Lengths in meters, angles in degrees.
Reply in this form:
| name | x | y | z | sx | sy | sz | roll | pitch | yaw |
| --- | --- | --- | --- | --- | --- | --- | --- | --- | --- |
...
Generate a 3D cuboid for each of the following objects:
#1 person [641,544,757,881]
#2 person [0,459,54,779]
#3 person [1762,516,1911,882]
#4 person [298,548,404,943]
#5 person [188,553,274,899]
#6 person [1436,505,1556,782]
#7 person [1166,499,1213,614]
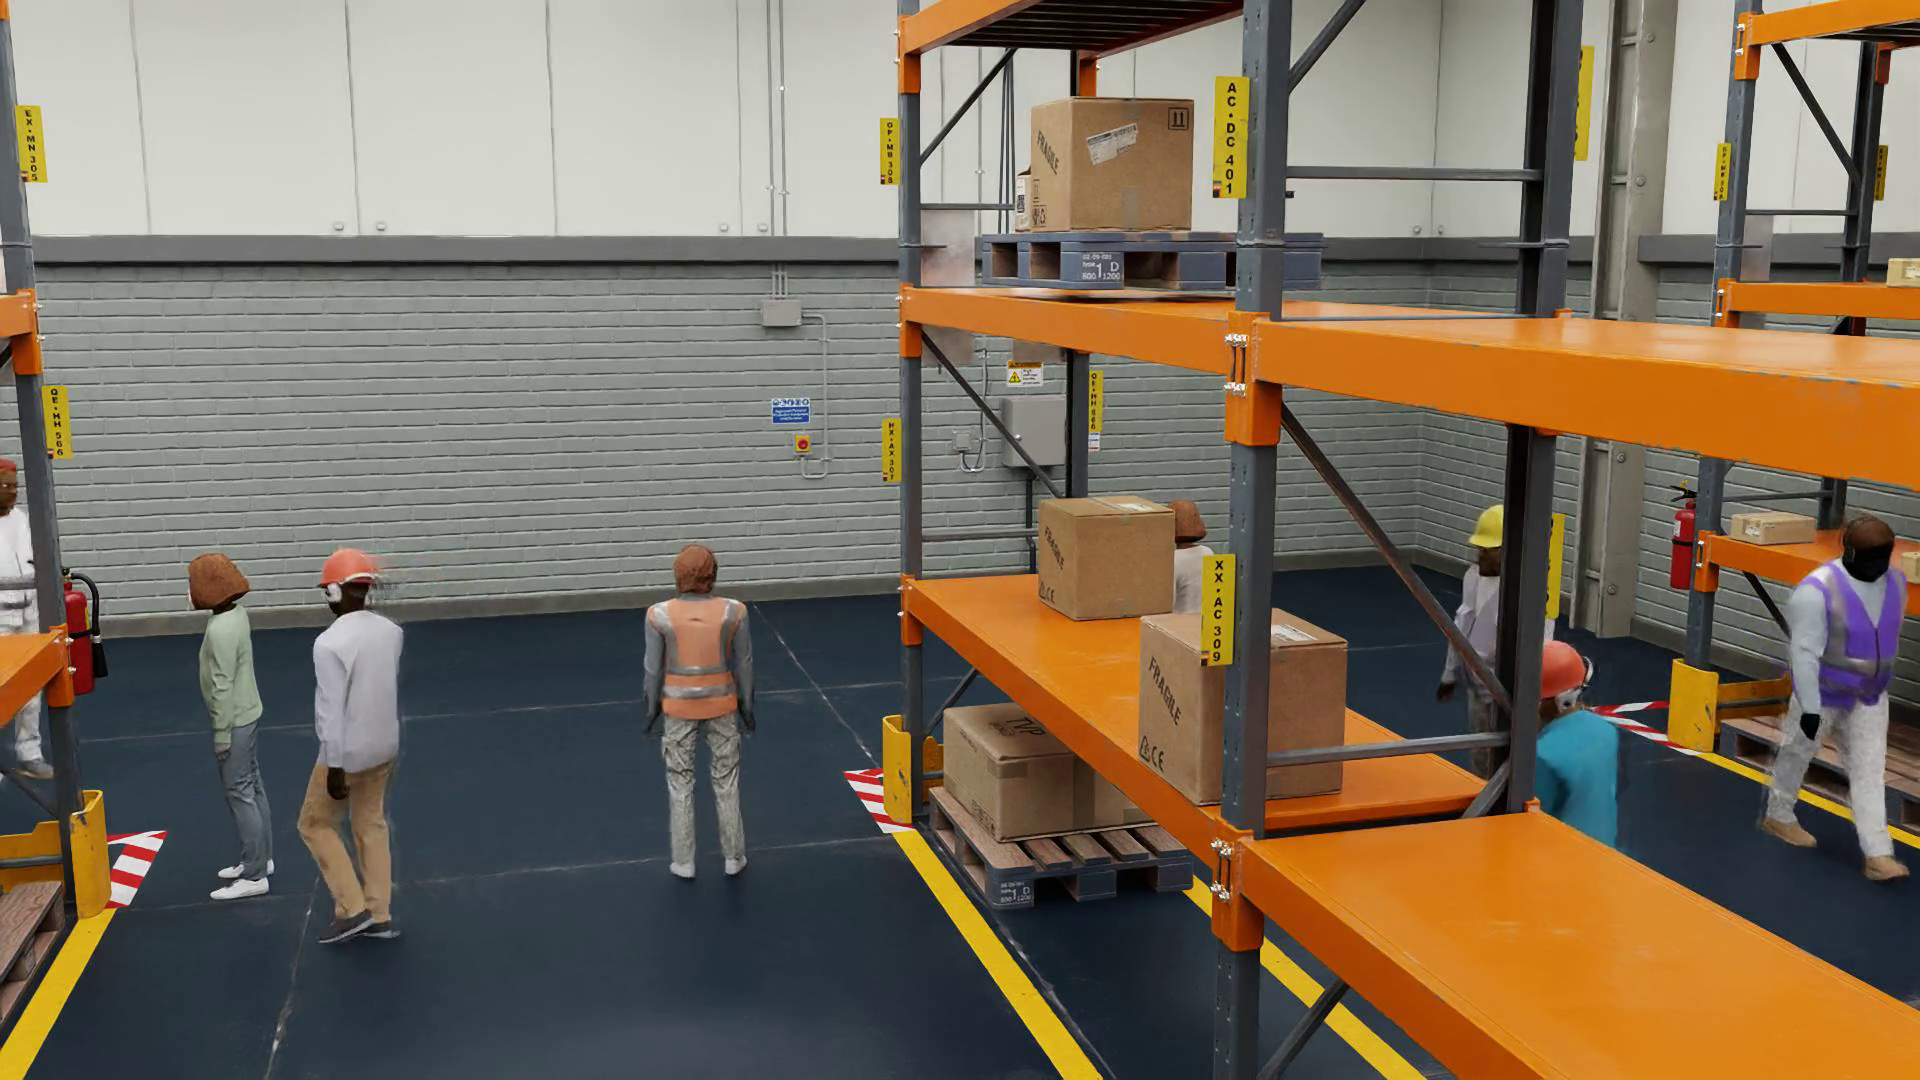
| name | x | y | z | sx | sy | sz | roll | pitch | yaw |
| --- | --- | --- | --- | --- | --- | --- | --- | --- | --- |
| person | -1.259 | 0.837 | 8.010 | 0.570 | 1.630 | 0.352 | -2 | 10 | -14 |
| person | -5.463 | 0.454 | 9.481 | 0.506 | 1.865 | 0.581 | 4 | 11 | 20 |
| person | 4.302 | 0.749 | 8.108 | 0.633 | 1.760 | 1.015 | -2 | 10 | -10 |
| person | -2.672 | 0.905 | 7.310 | 0.403 | 1.723 | 0.582 | 3 | 10 | 15 |
| person | -3.433 | 0.863 | 7.835 | 0.277 | 1.627 | 0.502 | -3 | 10 | -16 |
| person | 2.603 | 0.718 | 8.113 | 0.409 | 1.820 | 0.686 | -3 | 10 | -17 |
| person | 1.249 | 0.582 | 9.411 | 0.277 | 1.633 | 0.507 | 9 | 13 | 40 |
